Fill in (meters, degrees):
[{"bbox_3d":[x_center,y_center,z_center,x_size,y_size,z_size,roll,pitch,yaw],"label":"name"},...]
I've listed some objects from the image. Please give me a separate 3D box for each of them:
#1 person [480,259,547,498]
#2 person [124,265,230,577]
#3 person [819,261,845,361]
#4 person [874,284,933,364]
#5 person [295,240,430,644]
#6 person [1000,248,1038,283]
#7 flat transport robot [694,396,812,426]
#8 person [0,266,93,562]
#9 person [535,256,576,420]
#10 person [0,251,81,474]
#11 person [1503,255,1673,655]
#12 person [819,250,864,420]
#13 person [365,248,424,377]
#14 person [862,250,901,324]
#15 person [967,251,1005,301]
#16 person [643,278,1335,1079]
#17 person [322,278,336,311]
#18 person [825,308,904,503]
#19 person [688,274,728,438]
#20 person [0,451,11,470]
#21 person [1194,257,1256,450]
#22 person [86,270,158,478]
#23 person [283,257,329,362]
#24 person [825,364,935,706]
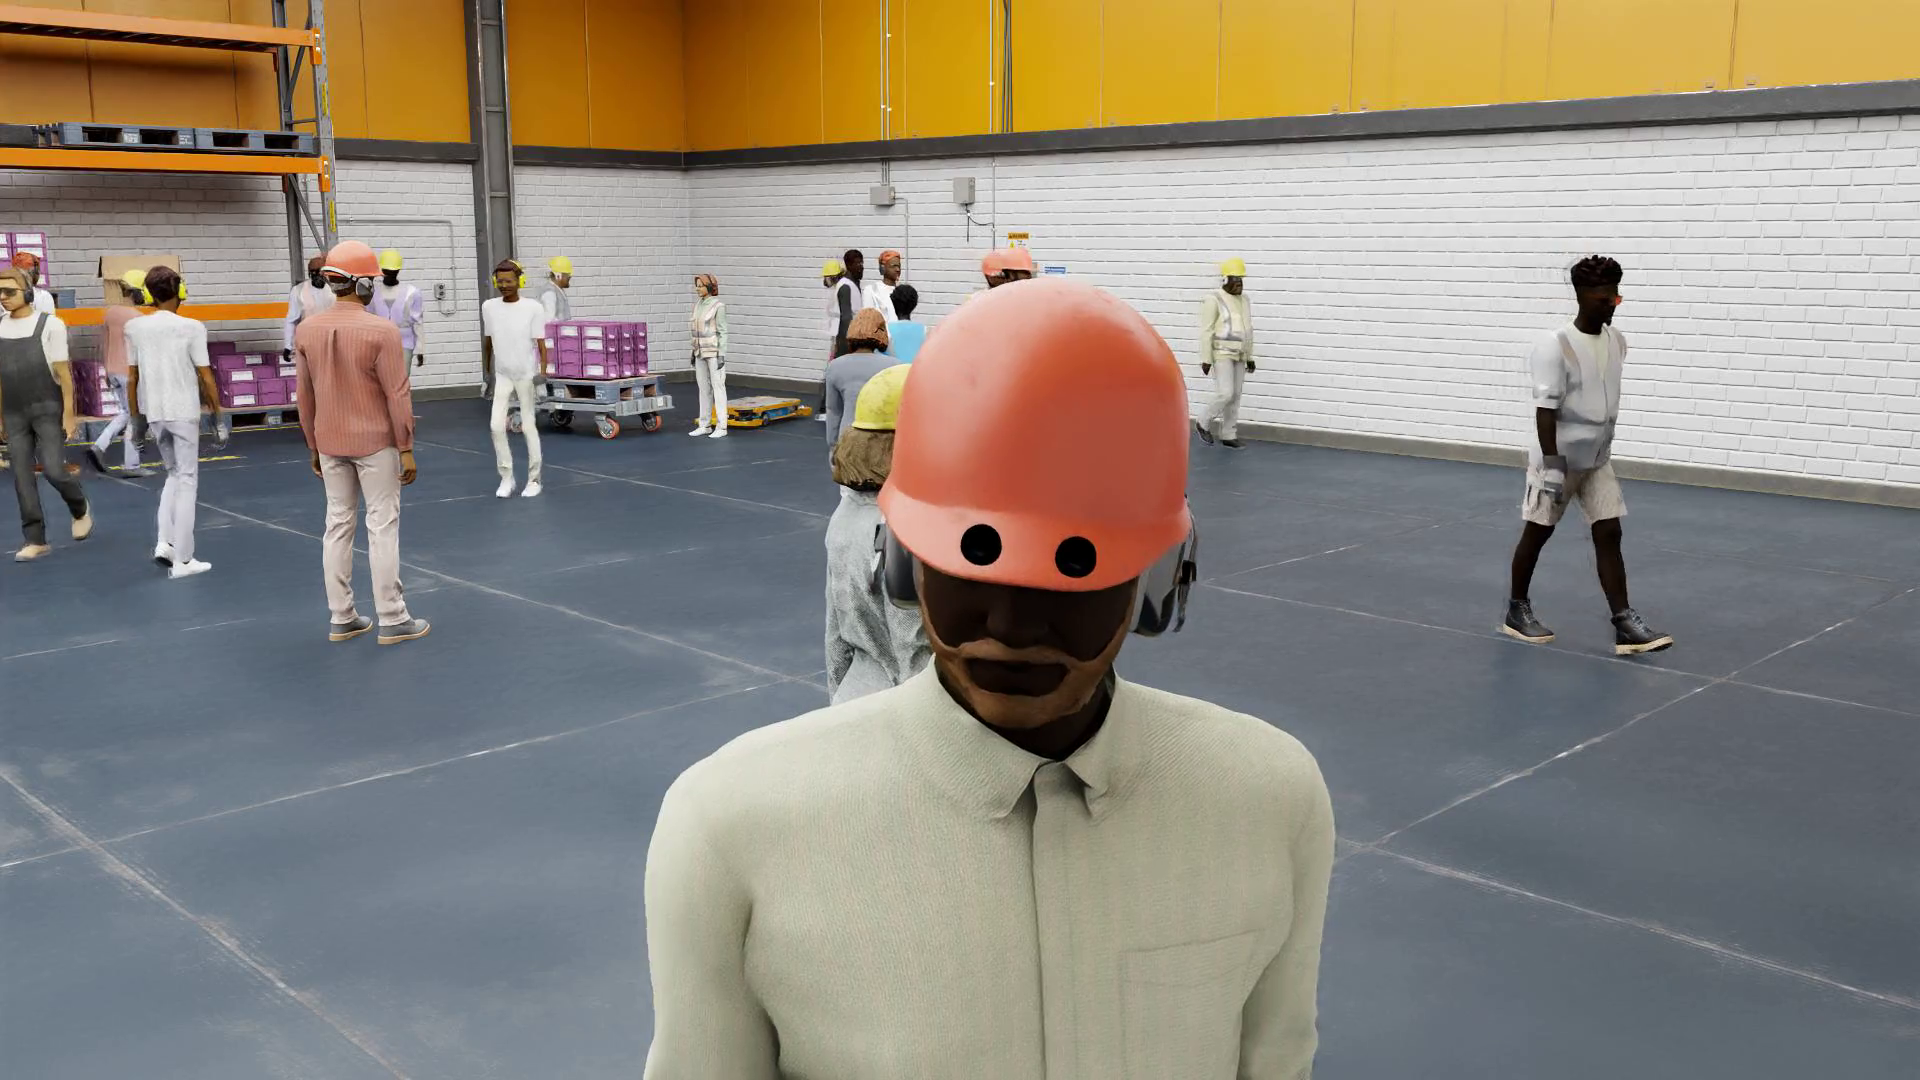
[{"bbox_3d":[-3.435,-1.222,12.761,0.604,1.837,0.609,1,10,7],"label":"person"},{"bbox_3d":[-4.647,-0.696,9.897,0.547,1.836,0.445,2,11,10],"label":"person"},{"bbox_3d":[-1.334,-2.175,18.227,0.425,1.740,0.533,1,10,5],"label":"person"},{"bbox_3d":[-0.455,-1.097,12.585,0.536,1.648,0.867,-4,11,-21],"label":"person"},{"bbox_3d":[-2.969,-0.473,8.250,0.622,1.994,0.381,3,11,16],"label":"person"},{"bbox_3d":[0.537,-1.361,13.301,0.780,1.913,0.571,3,11,13],"label":"person"},{"bbox_3d":[-2.222,-1.401,18.015,0.652,0.197,1.431,4,11,23],"label":"flat transport robot"},{"bbox_3d":[-5.792,-0.799,10.457,0.523,1.833,0.573,0,10,-1],"label":"person"},{"bbox_3d":[-4.450,-2.198,18.189,0.527,1.807,0.602,0,10,-3],"label":"person"},{"bbox_3d":[-7.777,-1.471,13.989,0.574,1.886,0.356,3,11,13],"label":"person"},{"bbox_3d":[3.037,-0.394,8.005,0.627,1.916,0.962,-5,12,-27],"label":"person"},{"bbox_3d":[-1.091,-2.206,18.061,1.000,1.857,0.606,1,10,6],"label":"person"},{"bbox_3d":[-5.633,-1.955,16.613,0.603,1.897,0.720,-1,10,-8],"label":"person"},{"bbox_3d":[-0.649,-1.716,15.334,0.355,1.883,0.573,10,14,43],"label":"person"},{"bbox_3d":[0.324,-1.633,14.886,0.608,1.891,0.928,-3,11,-16],"label":"person"},{"bbox_3d":[0.043,0.783,1.415,0.610,1.989,0.392,-3,11,-17],"label":"person"},{"bbox_3d":[-5.960,-1.890,16.254,0.444,1.889,0.675,-4,11,-20],"label":"person"},{"bbox_3d":[-0.526,-0.492,9.387,0.497,1.624,0.309,4,11,23],"label":"person"},{"bbox_3d":[-2.522,-1.845,16.698,0.522,1.640,0.306,10,14,42],"label":"person"},{"bbox_3d":[-8.371,-1.491,13.886,0.640,1.989,1.096,-1,10,-4],"label":"person"},{"bbox_3d":[2.531,-1.748,15.676,0.605,1.815,0.426,-9,14,-41],"label":"person"},{"bbox_3d":[-6.912,-1.363,13.794,0.562,1.732,0.531,7,13,34],"label":"person"},{"bbox_3d":[-6.398,-1.916,16.655,0.671,1.796,0.843,-1,10,-6],"label":"person"},{"bbox_3d":[-0.145,0.472,3.786,0.317,1.741,0.493,-5,11,-24],"label":"person"}]
